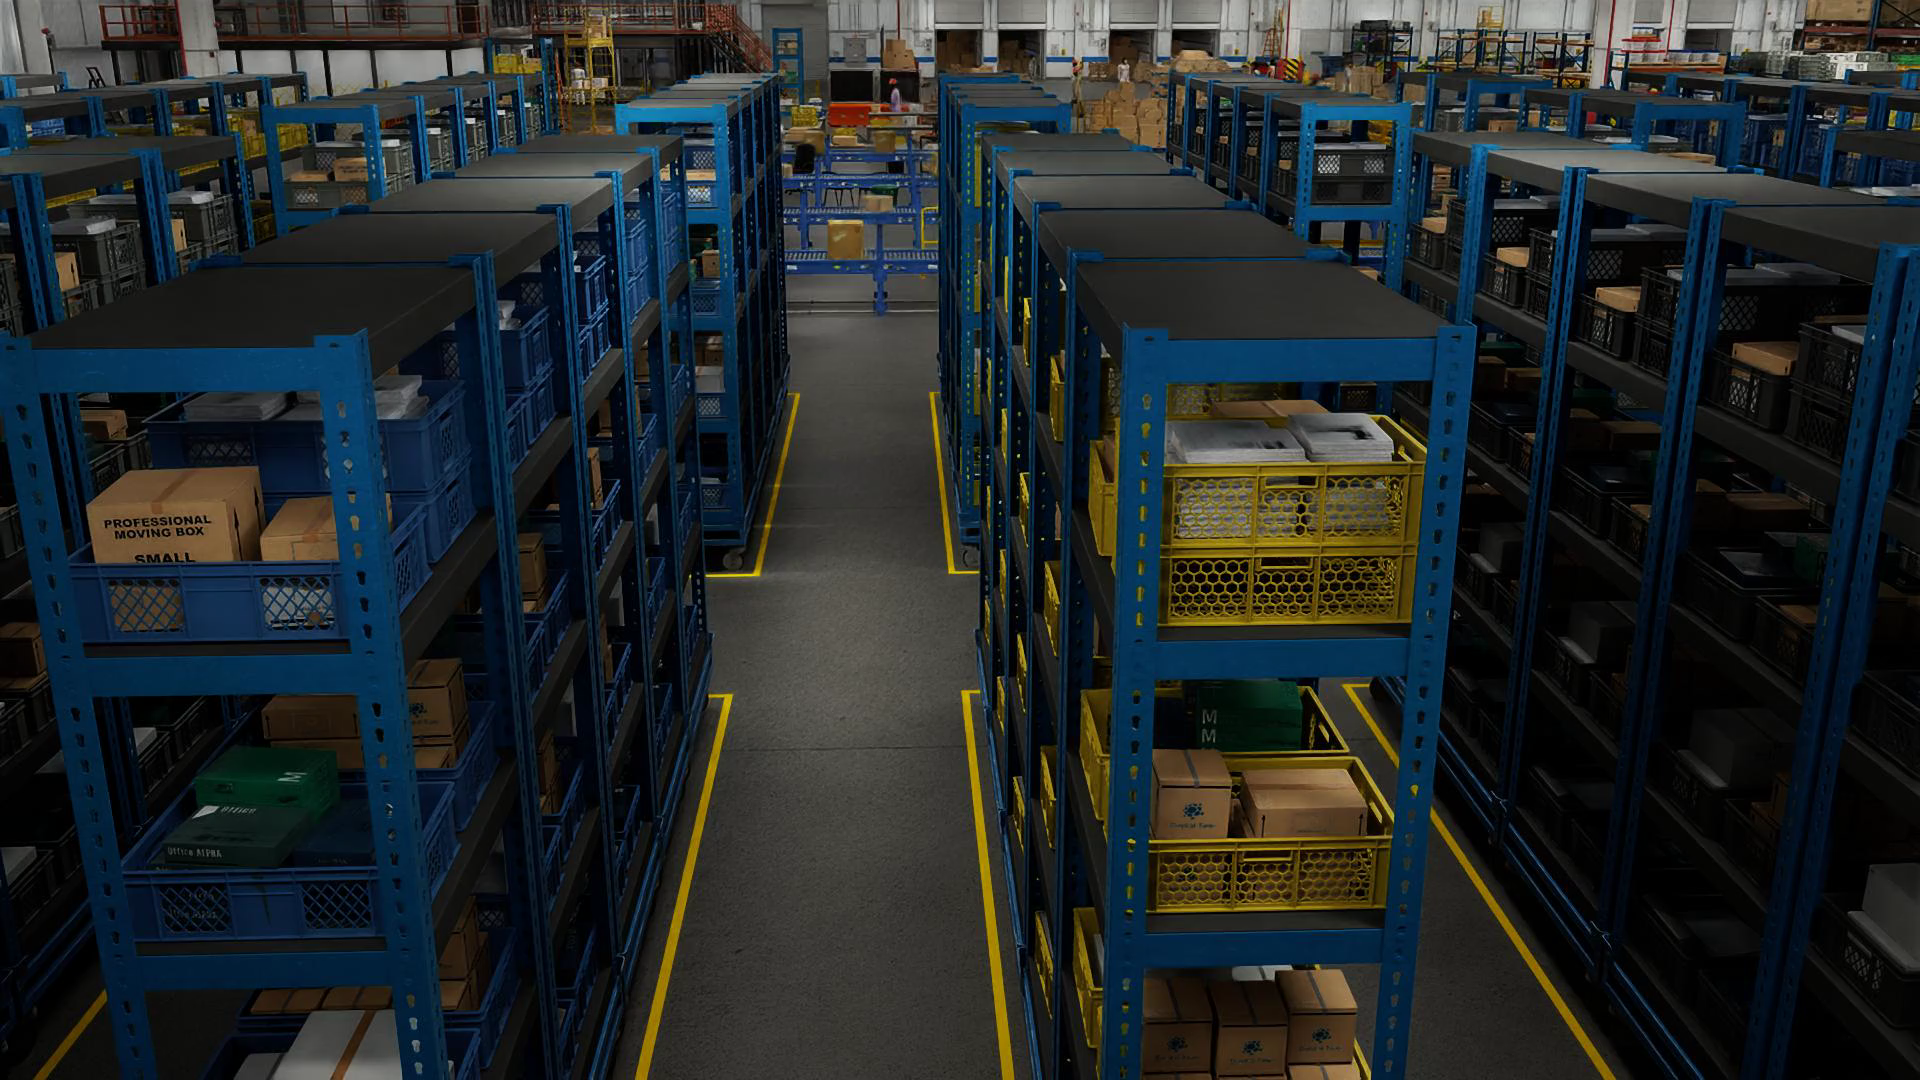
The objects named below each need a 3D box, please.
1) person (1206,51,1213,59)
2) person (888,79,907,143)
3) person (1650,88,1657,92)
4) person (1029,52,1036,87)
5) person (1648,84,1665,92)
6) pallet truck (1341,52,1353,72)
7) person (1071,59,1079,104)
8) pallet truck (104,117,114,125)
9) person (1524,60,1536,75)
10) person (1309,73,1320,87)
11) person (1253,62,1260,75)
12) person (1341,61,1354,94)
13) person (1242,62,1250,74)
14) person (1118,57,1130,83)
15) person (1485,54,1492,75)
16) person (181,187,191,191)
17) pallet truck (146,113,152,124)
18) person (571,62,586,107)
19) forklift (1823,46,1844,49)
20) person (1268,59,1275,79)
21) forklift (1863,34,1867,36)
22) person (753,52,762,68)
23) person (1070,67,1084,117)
[{"bbox_3d":[13.160,-24.766,87.566,0.429,1.844,0.627,-8,20,-23],"label":"person"},{"bbox_3d":[-2.127,-13.643,52.910,1.038,1.989,0.635,1,18,3],"label":"person"},{"bbox_3d":[21.580,-13.201,51.917,0.348,1.759,0.526,-17,24,-41],"label":"person"},{"bbox_3d":[3.626,-23.506,83.495,0.404,1.948,0.605,-5,19,-15],"label":"person"},{"bbox_3d":[25.051,-15.911,59.843,0.689,2.000,0.536,14,22,36],"label":"person"},{"bbox_3d":[18.794,-23.123,82.231,0.823,1.965,1.885,-13,22,-35],"label":"pallet truck"},{"bbox_3d":[5.062,-20.220,73.336,0.347,1.941,0.550,0,18,-2],"label":"person"},{"bbox_3d":[-18.367,-7.885,35.078,1.885,1.965,0.823,1,18,2],"label":"pallet truck"},{"bbox_3d":[25.329,-20.392,74.025,0.513,1.845,0.340,4,18,13],"label":"person"},{"bbox_3d":[12.304,-15.375,58.333,0.989,1.959,0.637,11,21,30],"label":"person"},{"bbox_3d":[12.389,-18.999,69.596,0.372,1.917,0.596,6,19,19],"label":"person"},{"bbox_3d":[17.252,-20.303,73.818,1.003,1.800,0.554,13,22,34],"label":"person"},{"bbox_3d":[12.916,-20.811,75.526,0.505,1.710,0.816,2,18,6],"label":"person"},{"bbox_3d":[7.432,-20.912,75.486,0.636,1.936,0.354,-11,21,-30],"label":"person"},{"bbox_3d":[25.812,-22.738,81.175,0.542,1.911,0.607,2,18,7],"label":"person"},{"bbox_3d":[-16.853,-8.118,36.029,0.649,1.870,0.972,2,18,5],"label":"person"},{"bbox_3d":[-18.087,-8.309,36.390,1.885,1.965,0.823,-1,18,-4],"label":"pallet truck"},{"bbox_3d":[-16.328,-19.490,71.173,0.574,1.881,0.357,-4,18,-12],"label":"person"},{"bbox_3d":[31.367,-16.326,59.785,1.129,2.768,1.873,-1,18,-2],"label":"forklift"},{"bbox_3d":[15.060,-22.402,80.500,0.321,1.693,0.534,14,22,36],"label":"person"},{"bbox_3d":[46.742,-24.865,86.208,1.873,2.768,1.129,10,20,27],"label":"forklift"},{"bbox_3d":[-10.774,-25.236,89.092,0.952,1.790,0.661,-15,23,-38],"label":"person"},{"bbox_3d":[4.427,-17.367,64.584,0.937,1.893,0.561,-6,19,-17],"label":"person"}]
